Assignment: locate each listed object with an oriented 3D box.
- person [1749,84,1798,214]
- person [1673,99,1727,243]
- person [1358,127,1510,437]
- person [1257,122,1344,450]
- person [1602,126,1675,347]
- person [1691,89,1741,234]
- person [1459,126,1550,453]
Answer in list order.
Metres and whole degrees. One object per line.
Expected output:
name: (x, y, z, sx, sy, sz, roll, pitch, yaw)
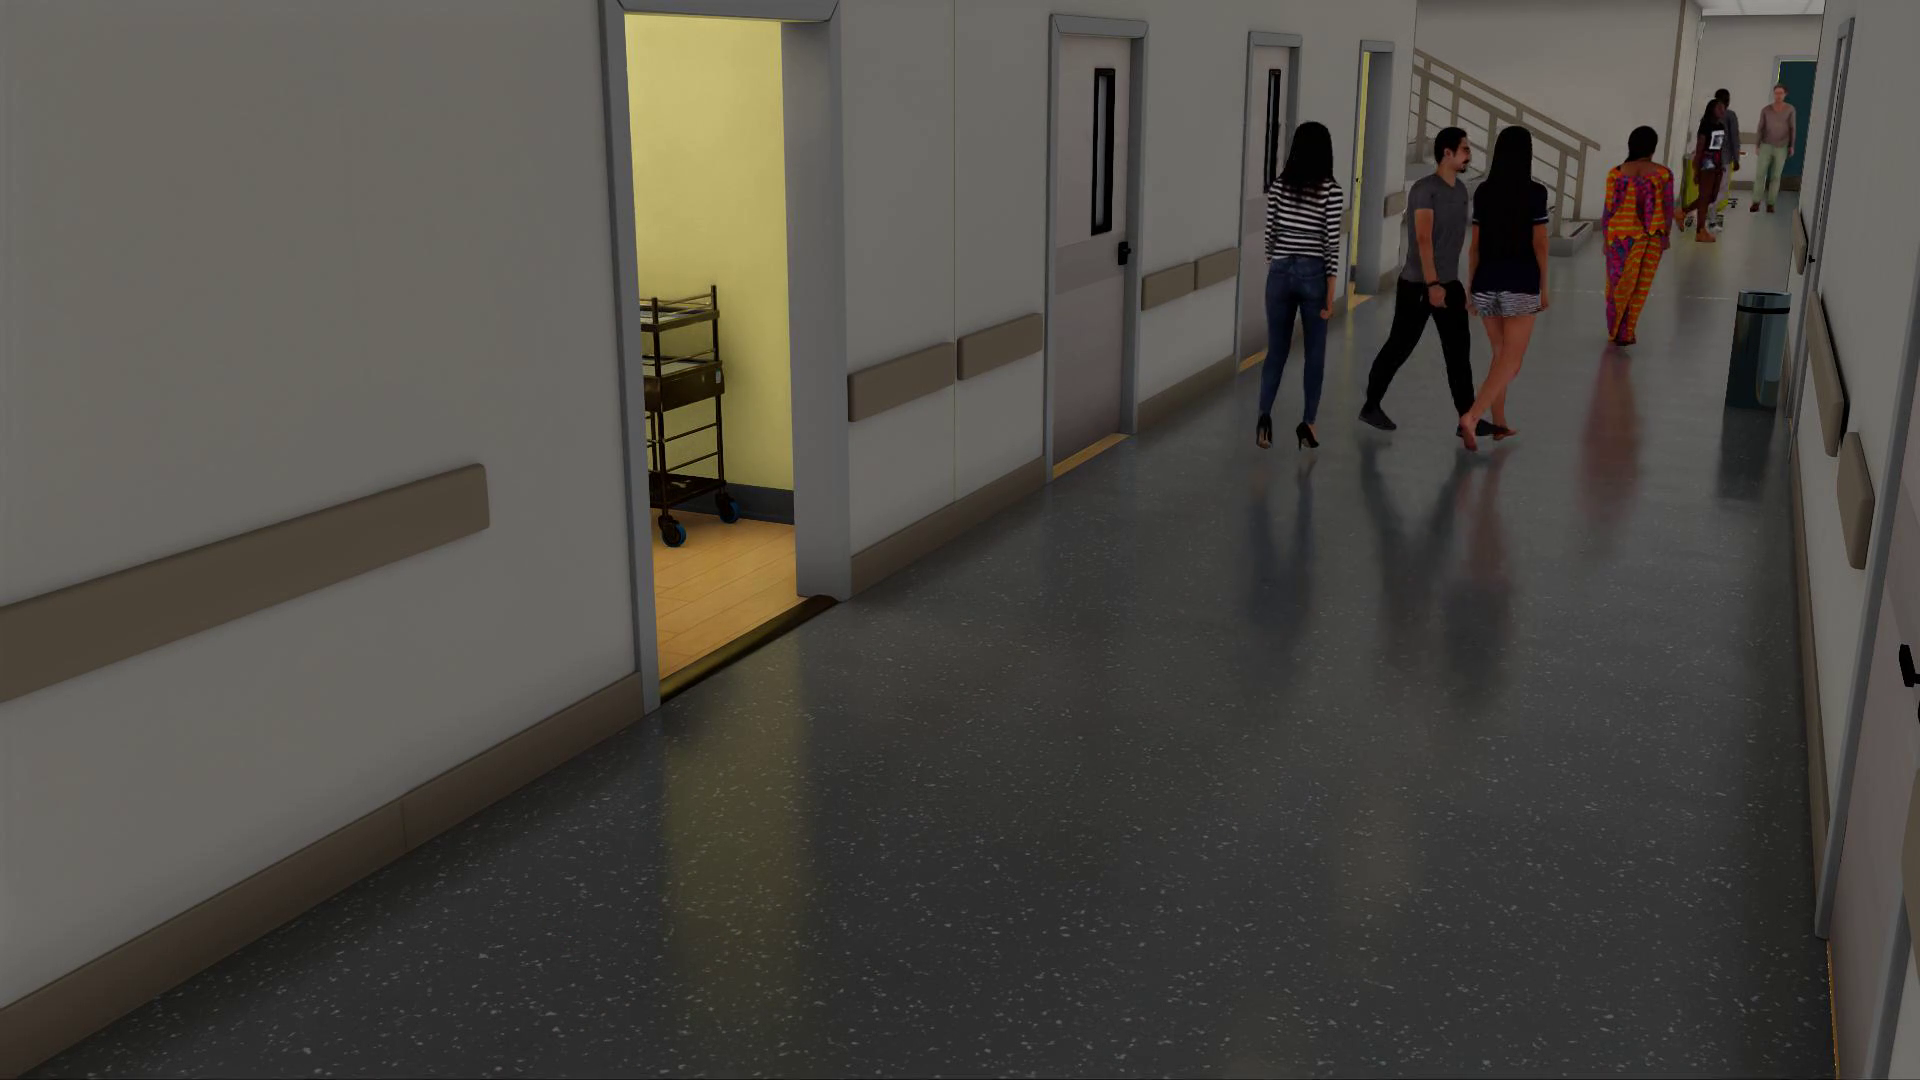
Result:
person: (11.982, -5.732, 24.458, 0.952, 1.844, 0.762, 7, 17, 24)
person: (9.091, -4.522, 20.419, 0.851, 1.707, 1.016, -12, 20, -36)
person: (2.602, -1.437, 9.467, 0.987, 1.712, 1.190, -12, 19, -36)
person: (1.787, -1.328, 8.994, 0.757, 1.758, 0.693, 8, 18, 27)
person: (5.080, -2.270, 12.541, 1.148, 1.648, 0.827, 10, 19, 33)
person: (9.677, -4.849, 21.384, 1.063, 1.813, 1.046, -9, 18, -28)
person: (2.922, -1.317, 8.997, 0.884, 1.735, 1.066, -15, 22, -43)
